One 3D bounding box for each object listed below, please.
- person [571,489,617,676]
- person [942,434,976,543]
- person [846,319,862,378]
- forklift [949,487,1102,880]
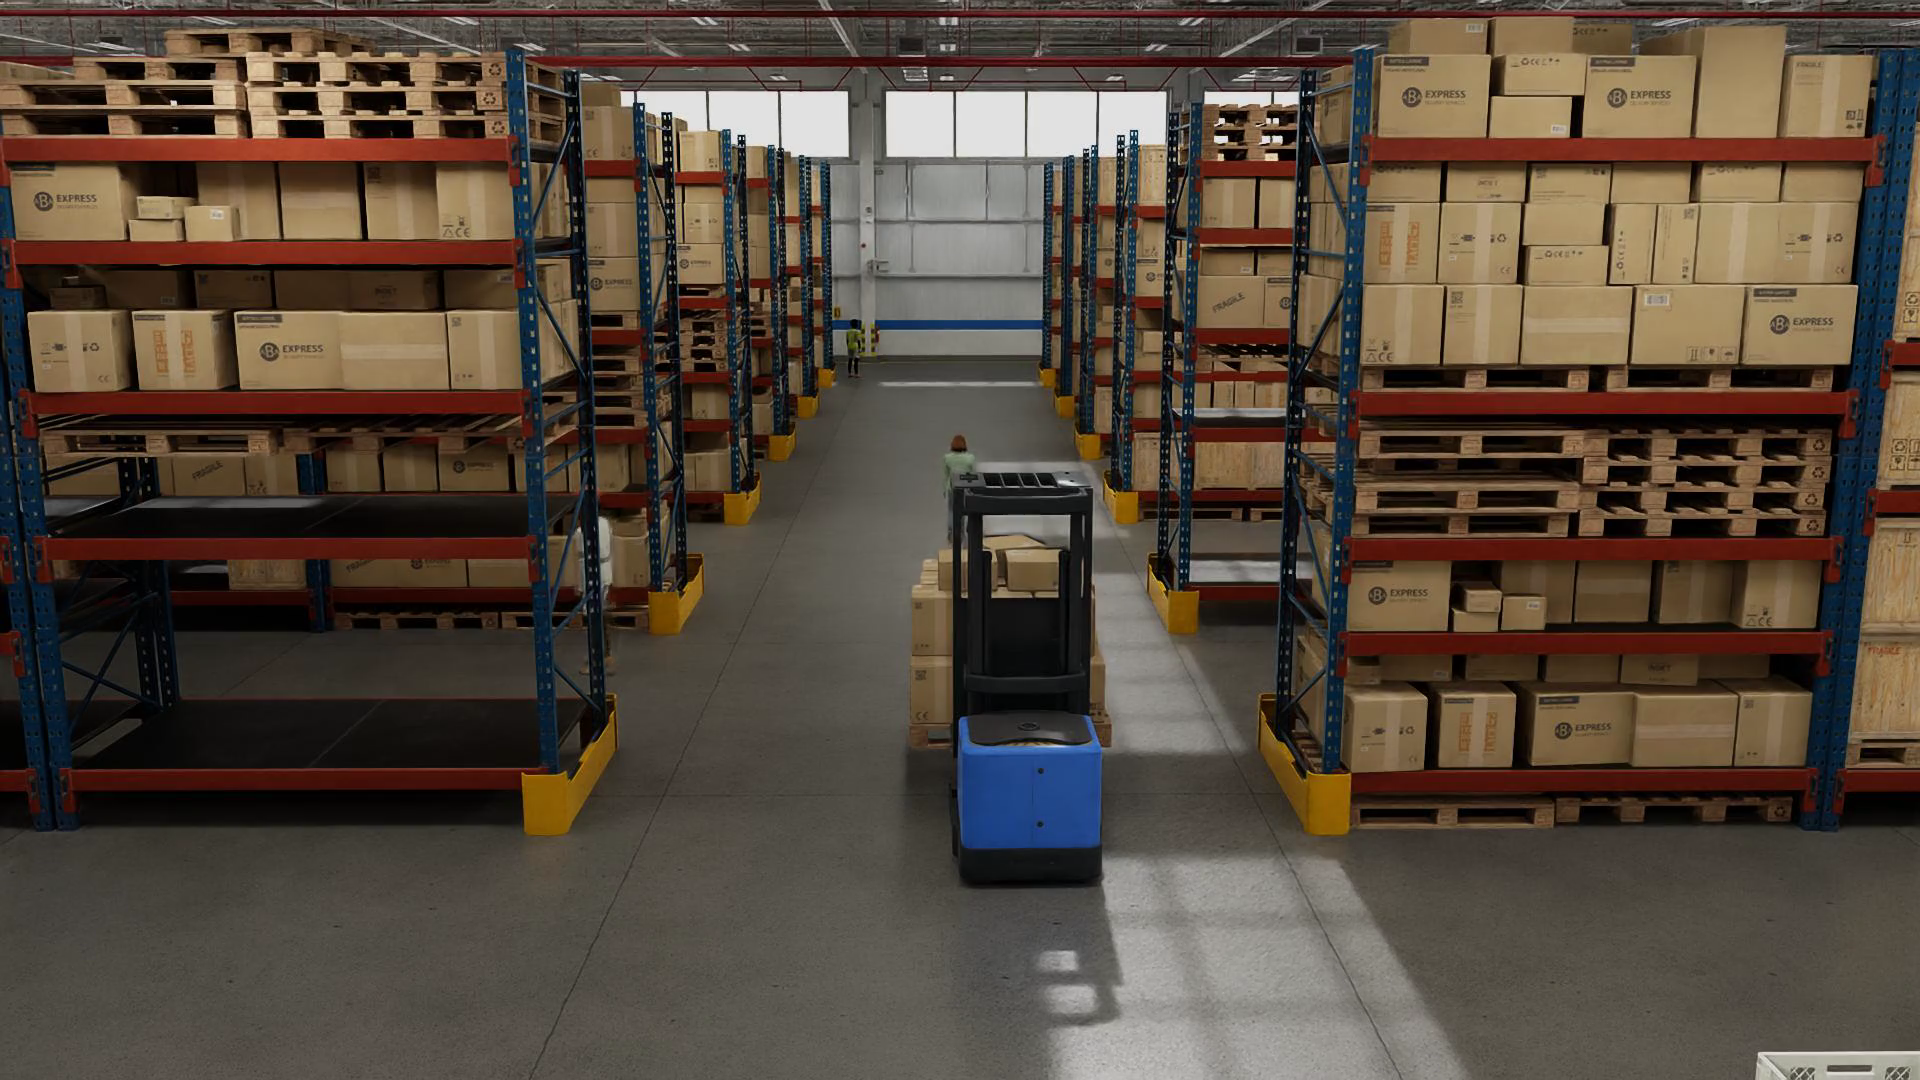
[{"bbox_3d":[-3.891,0.446,17.721,0.627,1.997,0.649,3,12,15],"label":"person"},{"bbox_3d":[-0.005,-0.753,24.572,0.497,1.618,0.339,1,11,7],"label":"person"},{"bbox_3d":[-3.063,-5.533,48.066,0.539,1.695,0.318,9,15,39],"label":"person"},{"bbox_3d":[0.495,0.986,12.813,1.129,2.768,1.873,0,11,-2],"label":"forklift"}]
